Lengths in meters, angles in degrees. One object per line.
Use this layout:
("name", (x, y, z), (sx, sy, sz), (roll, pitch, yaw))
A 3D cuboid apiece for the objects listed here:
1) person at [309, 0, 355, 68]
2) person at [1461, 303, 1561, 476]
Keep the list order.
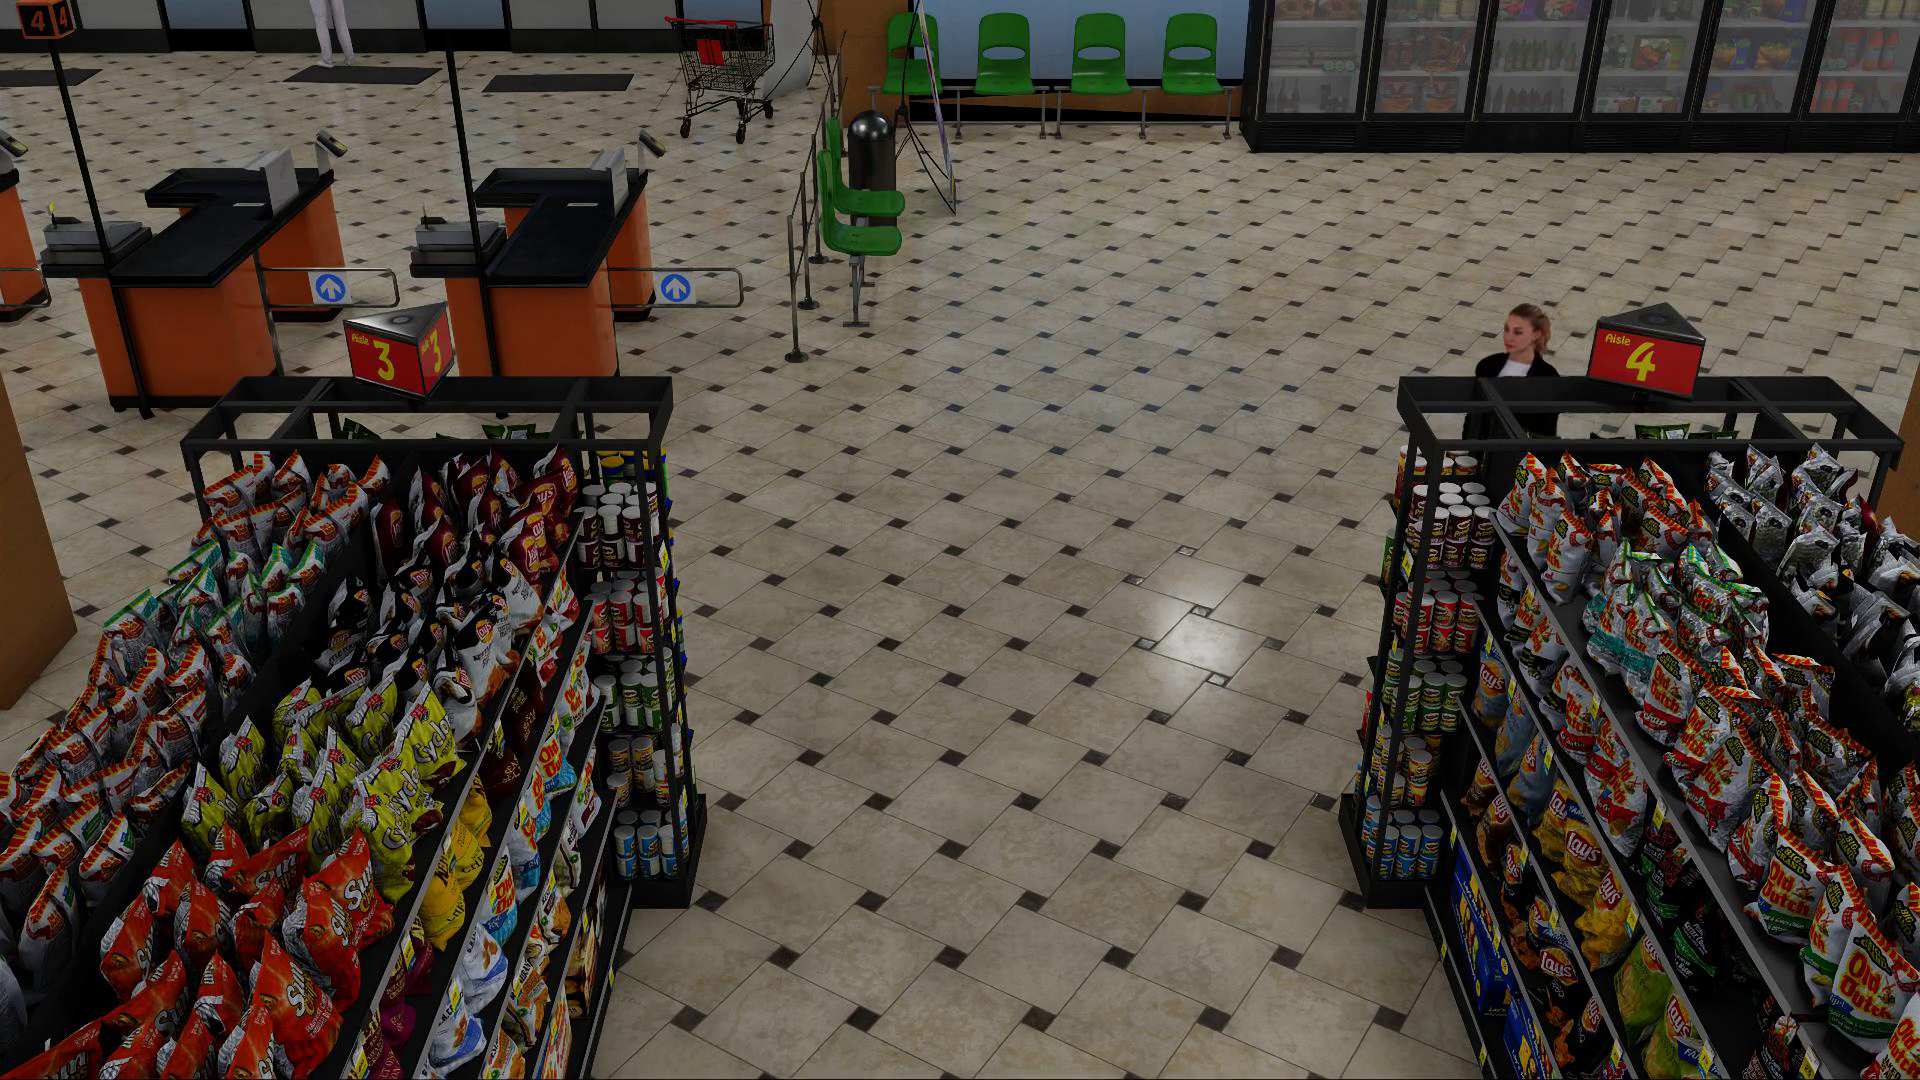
("person", (-7.082, -6.226, 18.482), (0.743, 1.889, 0.779), (-21, 35, -33))
("person", (2.620, -0.317, 7.864), (0.810, 1.692, 0.740), (-23, 36, -35))
